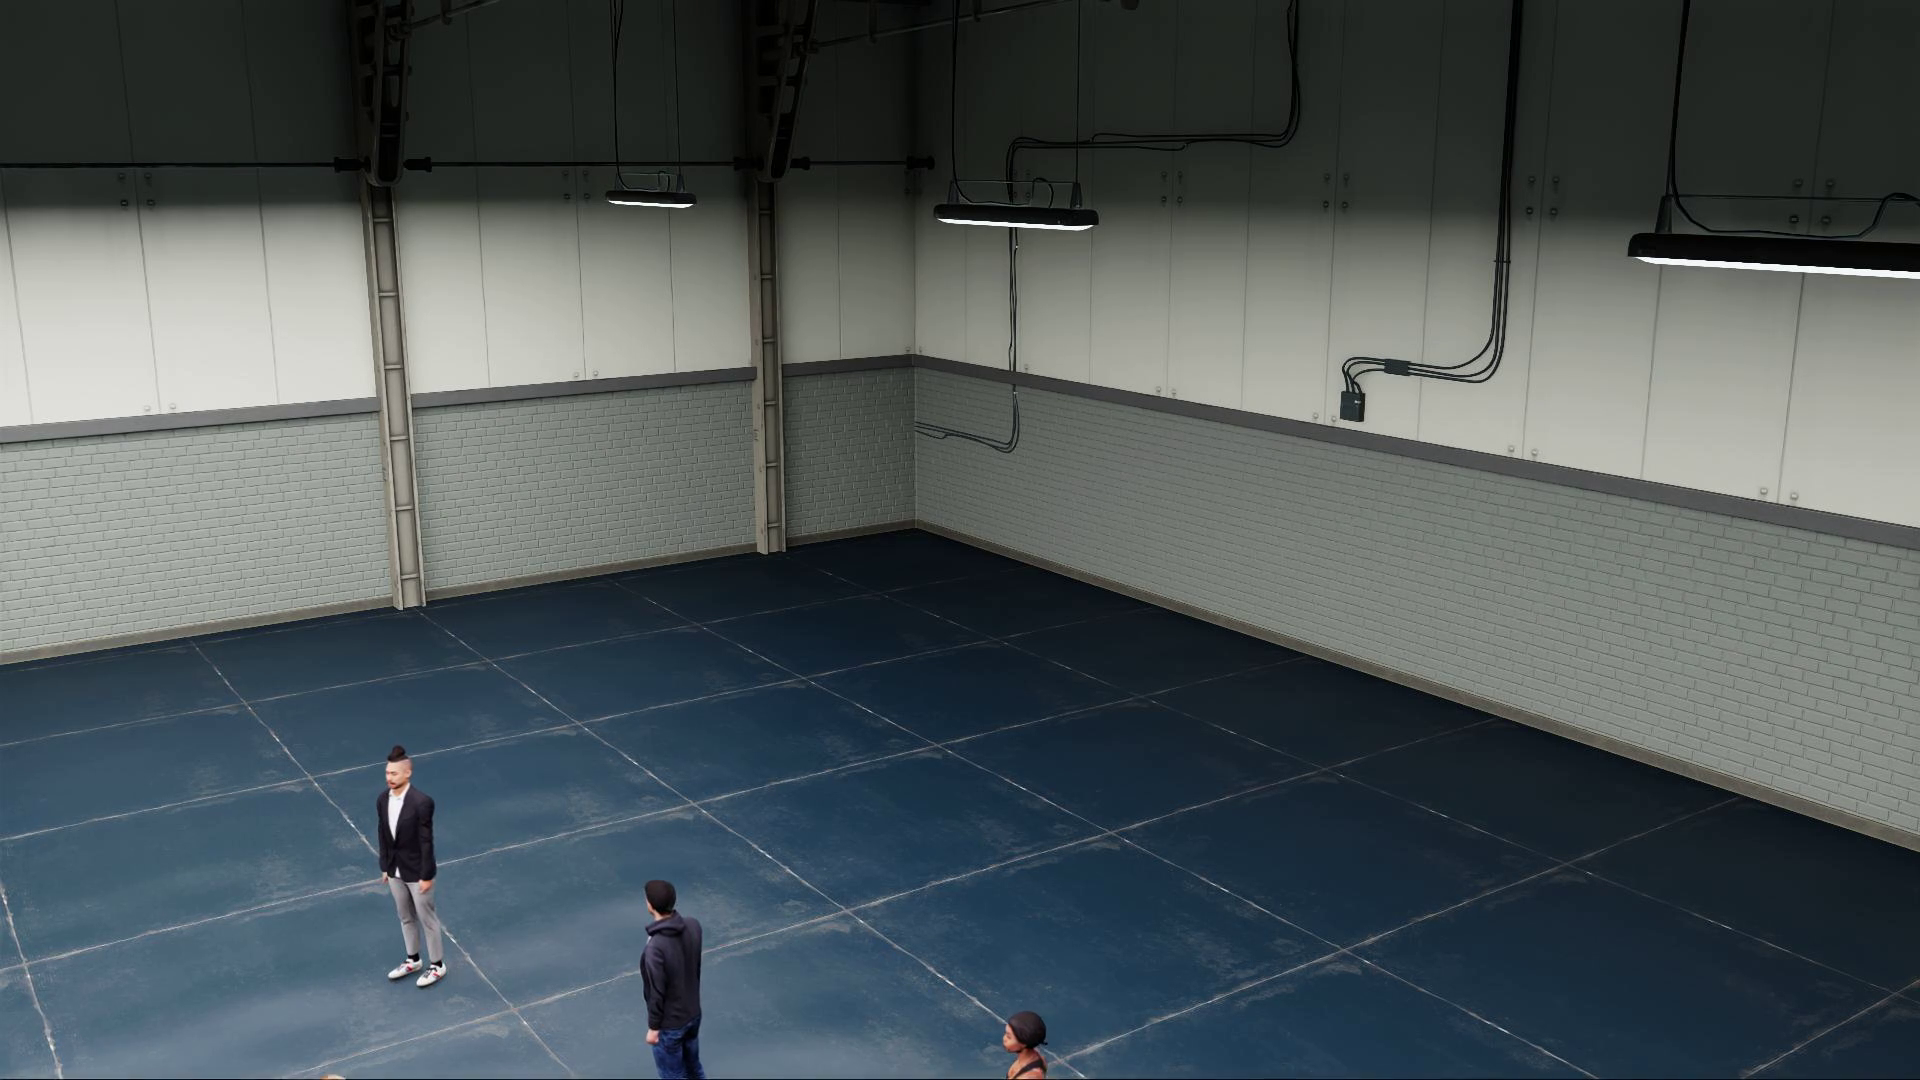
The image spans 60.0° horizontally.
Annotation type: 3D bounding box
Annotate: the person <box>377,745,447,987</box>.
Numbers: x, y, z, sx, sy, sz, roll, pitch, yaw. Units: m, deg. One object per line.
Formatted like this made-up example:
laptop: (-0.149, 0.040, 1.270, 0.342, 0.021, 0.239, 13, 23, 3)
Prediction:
person: (-4.337, 2.549, 13.143, 0.779, 1.952, 0.772, 6, 14, 24)

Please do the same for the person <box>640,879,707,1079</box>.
person: (-1.855, 3.107, 10.868, 0.817, 1.890, 0.687, 6, 15, 26)

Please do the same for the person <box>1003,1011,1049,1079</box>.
person: (0.448, 3.500, 9.628, 1.002, 1.684, 0.935, 2, 13, 8)
